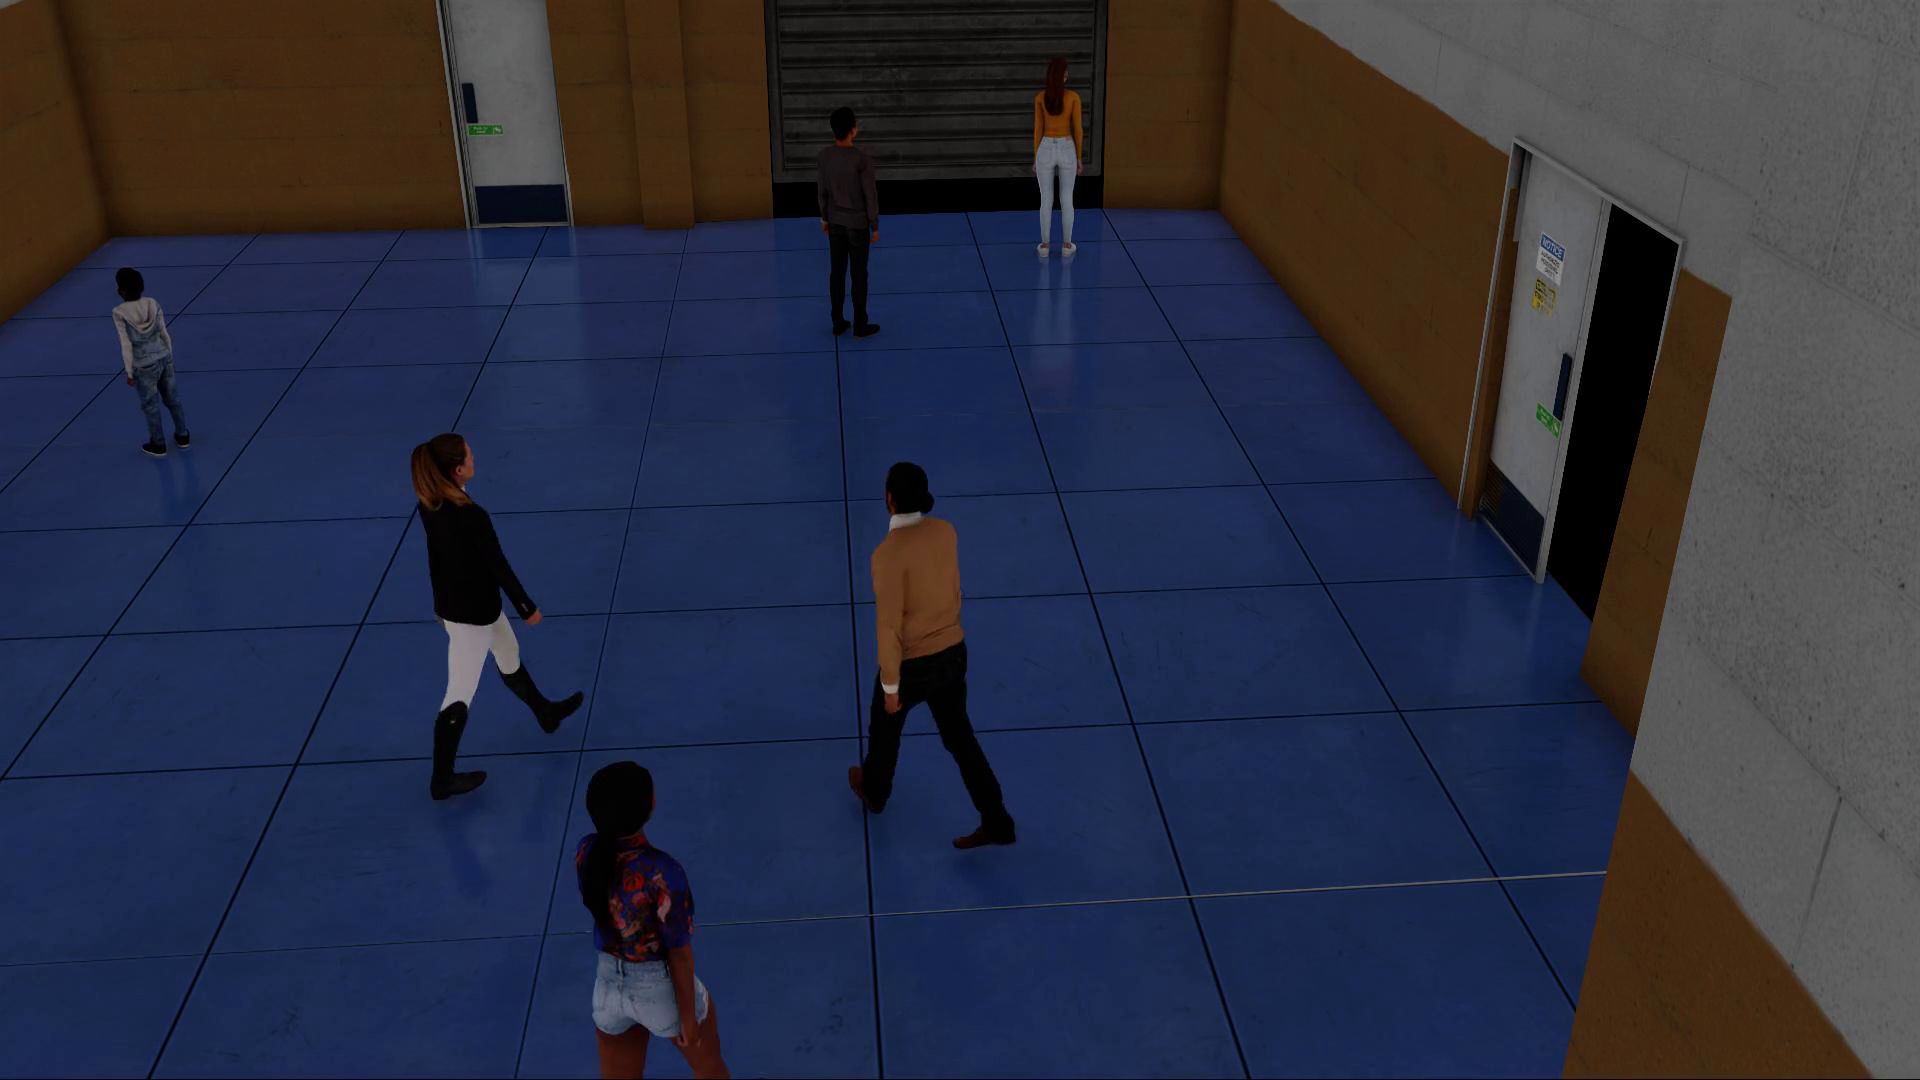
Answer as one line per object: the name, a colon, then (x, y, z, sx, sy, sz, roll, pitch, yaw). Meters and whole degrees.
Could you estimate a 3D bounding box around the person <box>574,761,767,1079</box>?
person: (-1.021, 1.477, 5.116, 1.016, 1.716, 0.964, 12, 29, 22)

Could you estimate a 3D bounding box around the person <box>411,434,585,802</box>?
person: (-2.214, 0.392, 7.268, 1.143, 1.686, 1.006, -23, 35, -37)

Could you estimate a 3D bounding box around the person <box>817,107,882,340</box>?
person: (-0.867, -2.419, 12.740, 0.641, 1.767, 0.779, 23, 35, 38)

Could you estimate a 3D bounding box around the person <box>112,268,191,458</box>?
person: (-5.287, -1.168, 10.833, 0.626, 1.261, 0.567, 21, 34, 35)

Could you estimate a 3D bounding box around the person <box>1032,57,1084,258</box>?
person: (0.847, -3.354, 14.603, 0.530, 1.750, 0.690, 2, 27, 4)

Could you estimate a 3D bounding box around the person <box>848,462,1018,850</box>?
person: (-0.098, 0.557, 6.934, 1.235, 1.704, 1.223, 20, 33, 34)
